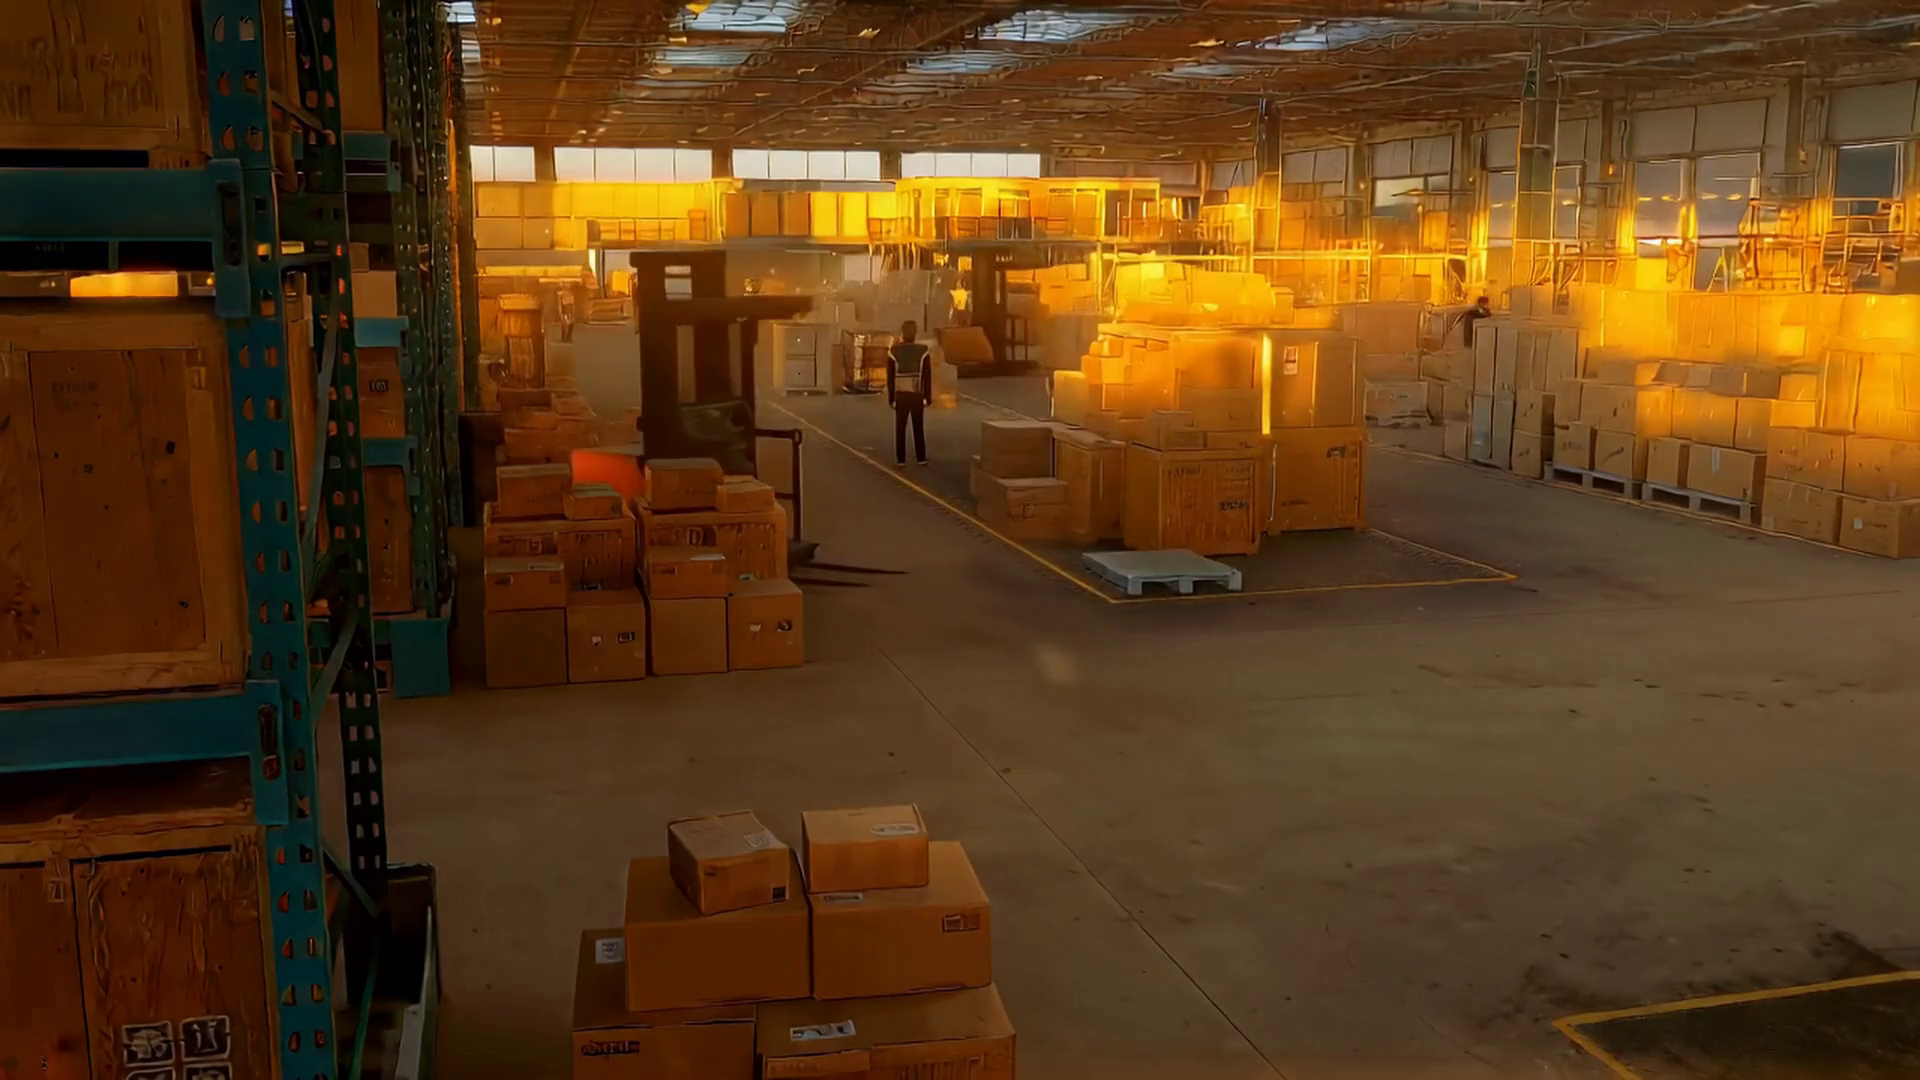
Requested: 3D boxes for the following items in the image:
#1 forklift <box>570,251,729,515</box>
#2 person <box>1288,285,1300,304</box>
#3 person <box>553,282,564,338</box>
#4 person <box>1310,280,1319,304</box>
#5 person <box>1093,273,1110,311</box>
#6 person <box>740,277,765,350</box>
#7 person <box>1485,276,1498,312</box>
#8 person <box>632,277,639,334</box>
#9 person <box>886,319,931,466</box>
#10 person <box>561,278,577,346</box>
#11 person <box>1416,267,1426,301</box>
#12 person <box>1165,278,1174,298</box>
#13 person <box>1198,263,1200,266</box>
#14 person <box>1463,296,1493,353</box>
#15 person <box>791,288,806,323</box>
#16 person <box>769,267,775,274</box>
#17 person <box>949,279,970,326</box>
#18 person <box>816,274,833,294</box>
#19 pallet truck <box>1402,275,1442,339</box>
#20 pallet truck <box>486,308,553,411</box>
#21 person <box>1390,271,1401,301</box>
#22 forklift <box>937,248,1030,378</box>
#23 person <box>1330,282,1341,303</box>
[{"bbox_3d":[-2.426,-1.132,14.581,1.873,2.768,1.129,6,12,29],"label":"forklift"},{"bbox_3d":[8.939,-5.954,44.870,0.593,1.830,0.534,-8,13,-37],"label":"person"},{"bbox_3d":[-12.442,-7.167,51.966,0.520,1.748,0.405,-4,11,-20],"label":"person"},{"bbox_3d":[12.133,-8.069,57.119,0.450,1.728,0.517,-1,10,-8],"label":"person"},{"bbox_3d":[5.276,-9.000,61.861,0.654,1.908,0.619,-2,10,-13],"label":"person"},{"bbox_3d":[-5.837,-6.302,46.236,0.709,2.000,0.839,2,10,11],"label":"person"},{"bbox_3d":[18.803,-8.417,58.823,0.626,1.835,0.431,-10,14,-44],"label":"person"},{"bbox_3d":[-10.526,-7.799,54.848,0.384,1.993,0.612,9,14,42],"label":"person"},{"bbox_3d":[-0.674,-1.927,21.810,0.590,1.919,0.397,2,10,13],"label":"person"},{"bbox_3d":[-11.353,-6.604,48.196,0.369,1.958,0.609,2,10,12],"label":"person"},{"bbox_3d":[20.940,-11.437,75.625,0.364,1.930,0.588,-8,13,-38],"label":"person"},{"bbox_3d":[6.737,-7.498,53.490,0.328,1.872,0.508,2,10,11],"label":"person"},{"bbox_3d":[13.031,-14.151,90.816,0.625,1.990,0.394,-4,11,-20],"label":"person"},{"bbox_3d":[10.170,-3.854,32.796,0.632,1.902,0.985,-1,10,-7],"label":"person"},{"bbox_3d":[-4.138,-5.531,42.513,0.550,1.815,0.997,-7,12,-36],"label":"person"},{"bbox_3d":[-9.264,-12.497,81.789,0.452,1.871,0.573,-3,10,-14],"label":"person"},{"bbox_3d":[-0.017,-6.944,50.303,0.627,1.875,0.932,0,10,-2],"label":"person"},{"bbox_3d":[-4.559,-7.966,55.984,0.576,1.924,0.415,-2,10,-14],"label":"person"},{"bbox_3d":[14.620,-7.324,52.145,0.823,1.965,1.885,8,13,40],"label":"pallet truck"},{"bbox_3d":[-6.242,-2.418,24.362,0.823,1.965,1.885,1,10,3],"label":"pallet truck"},{"bbox_3d":[16.863,-9.512,64.786,0.976,1.895,0.649,6,12,32],"label":"person"},{"bbox_3d":[0.489,-4.999,36.478,1.873,2.768,1.129,-3,10,-15],"label":"forklift"},{"bbox_3d":[12.410,-7.698,55.130,0.376,1.677,0.536,7,12,33],"label":"person"}]
